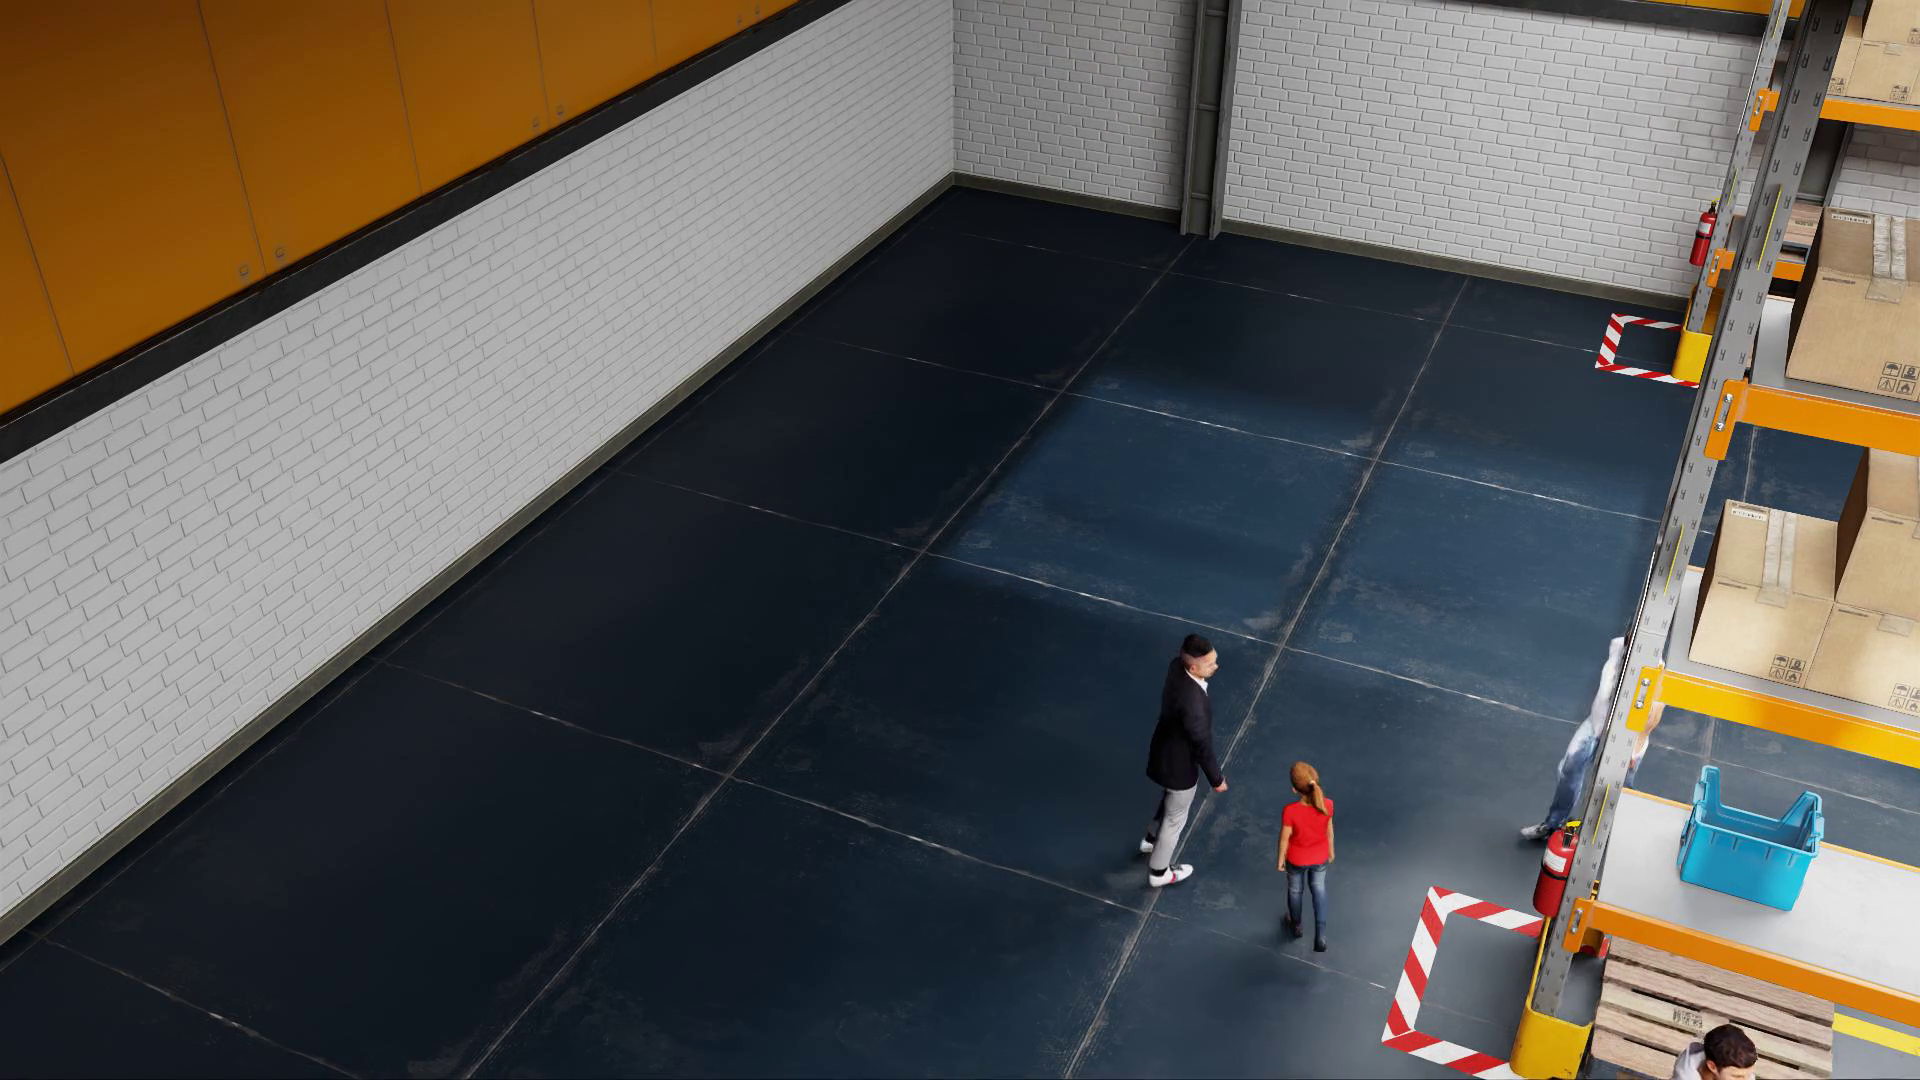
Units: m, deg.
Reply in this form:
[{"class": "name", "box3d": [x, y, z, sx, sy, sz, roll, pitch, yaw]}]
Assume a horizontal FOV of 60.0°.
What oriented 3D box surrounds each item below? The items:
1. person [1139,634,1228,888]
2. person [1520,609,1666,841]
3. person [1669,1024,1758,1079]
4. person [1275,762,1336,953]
[{"class": "person", "box3d": [1.223, 1.331, 9.914, 0.906, 1.932, 0.883, -4, 34, -6]}, {"class": "person", "box3d": [4.112, 1.165, 10.241, 1.013, 1.847, 0.955, -12, 35, -17]}, {"class": "person", "box3d": [3.254, 2.837, 7.690, 1.151, 1.887, 1.304, -18, 37, -25]}, {"class": "person", "box3d": [2.029, 1.887, 9.659, 0.733, 1.289, 0.750, 1, 34, 1]}]
